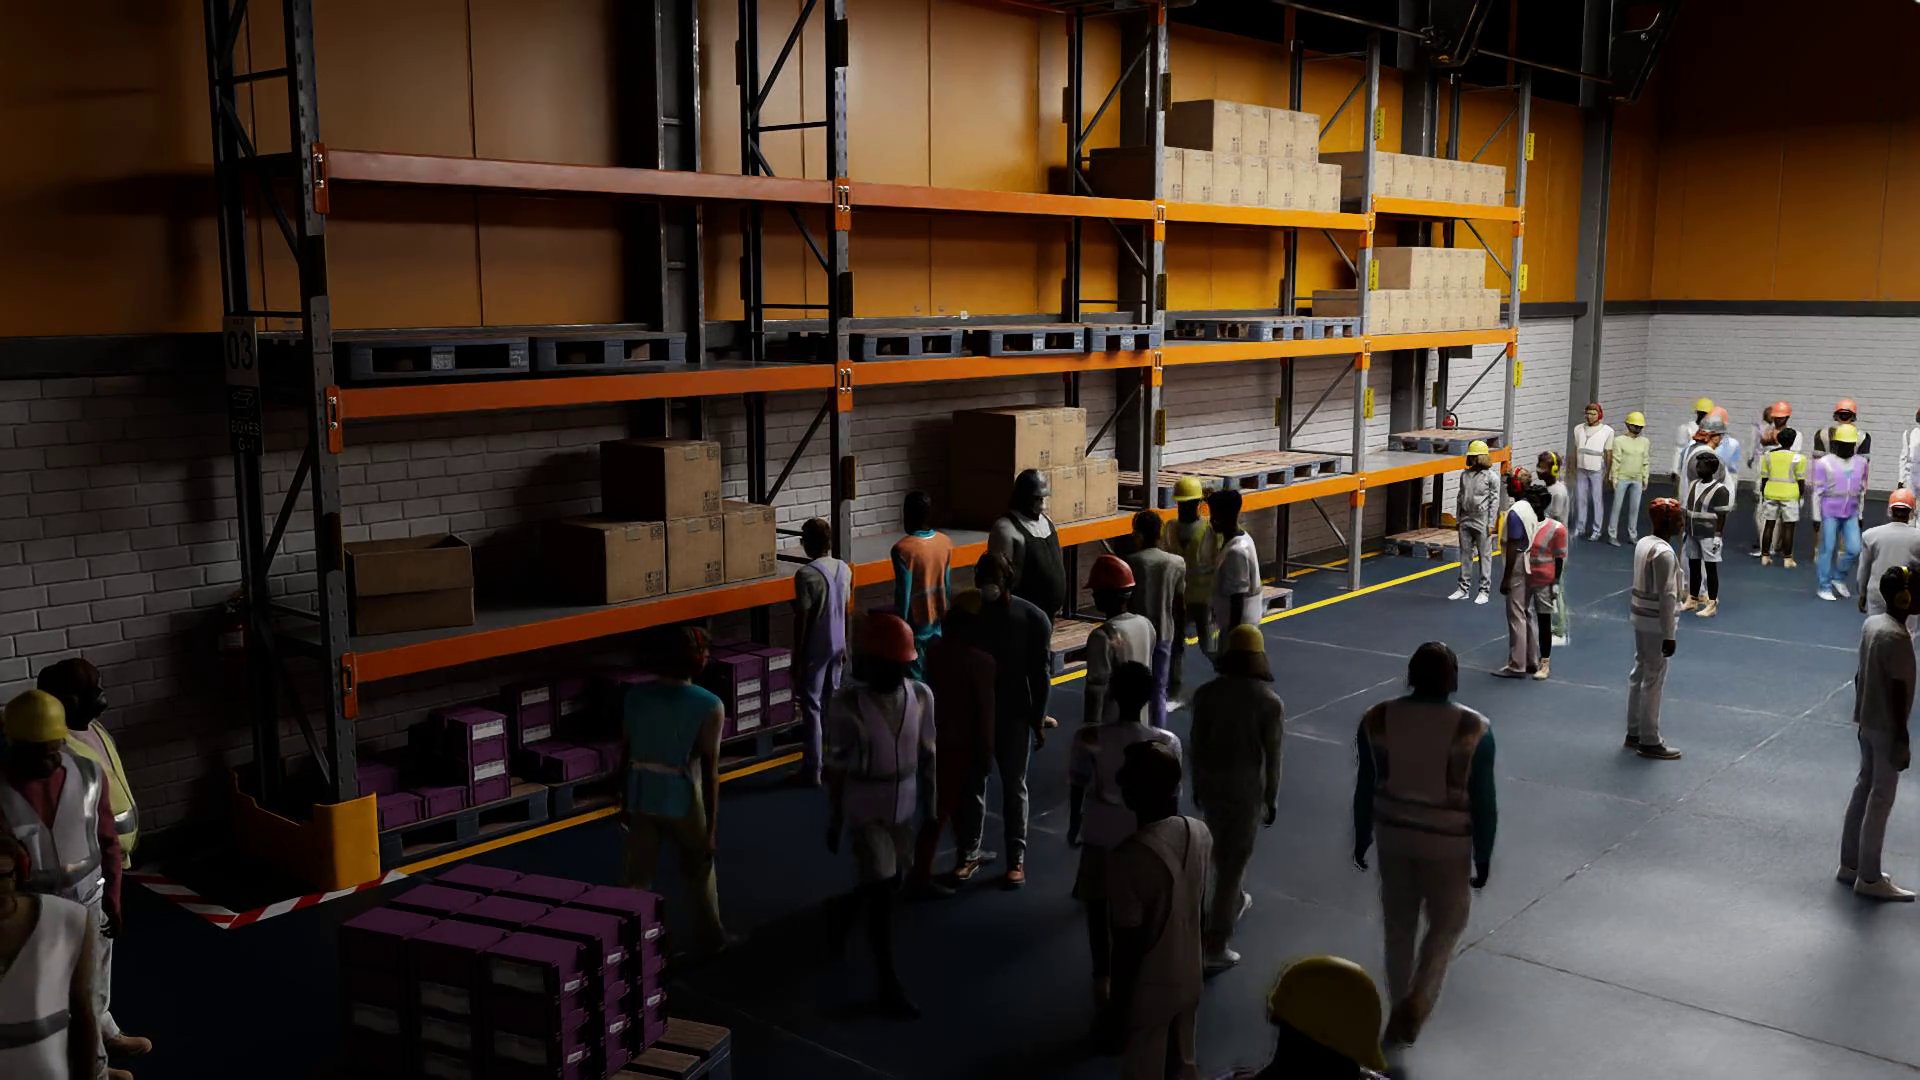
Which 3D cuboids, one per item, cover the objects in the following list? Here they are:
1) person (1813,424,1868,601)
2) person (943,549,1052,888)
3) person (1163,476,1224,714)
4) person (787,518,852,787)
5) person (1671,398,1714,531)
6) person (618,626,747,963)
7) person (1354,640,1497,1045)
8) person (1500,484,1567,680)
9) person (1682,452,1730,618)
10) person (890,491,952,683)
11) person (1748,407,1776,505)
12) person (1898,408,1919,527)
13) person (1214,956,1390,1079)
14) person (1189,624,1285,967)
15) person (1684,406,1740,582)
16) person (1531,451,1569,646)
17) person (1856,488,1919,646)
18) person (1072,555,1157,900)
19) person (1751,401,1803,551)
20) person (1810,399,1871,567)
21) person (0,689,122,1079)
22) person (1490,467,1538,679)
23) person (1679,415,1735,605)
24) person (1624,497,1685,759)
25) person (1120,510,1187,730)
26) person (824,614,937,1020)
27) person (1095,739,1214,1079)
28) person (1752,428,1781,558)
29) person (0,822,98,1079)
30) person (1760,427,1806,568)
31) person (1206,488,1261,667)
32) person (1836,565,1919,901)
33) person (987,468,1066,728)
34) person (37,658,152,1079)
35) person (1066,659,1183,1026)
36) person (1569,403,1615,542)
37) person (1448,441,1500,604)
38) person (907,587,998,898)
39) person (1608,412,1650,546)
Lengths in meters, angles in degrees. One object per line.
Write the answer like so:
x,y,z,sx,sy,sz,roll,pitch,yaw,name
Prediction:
9.434,-0.286,17.846,0.602,1.914,0.436,0,9,-3,person
0.203,1.005,9.426,0.629,1.940,0.376,2,9,14,person
1.901,0.415,13.346,0.584,1.904,0.793,7,11,36,person
-0.950,0.761,11.346,0.355,1.834,0.524,7,11,38,person
9.957,-1.001,22.596,0.605,1.877,0.993,-2,9,-15,person
-1.418,1.307,8.036,0.644,1.776,1.015,3,9,21,person
2.049,1.369,7.438,0.647,1.828,0.630,5,10,31,person
4.953,0.358,14.370,0.530,1.697,0.321,9,12,44,person
7.617,-0.058,17.054,0.315,1.696,0.541,-3,9,-17,person
-0.284,0.599,12.105,0.377,1.917,0.599,7,11,38,person
11.993,-1.193,24.716,0.520,1.597,0.858,1,9,9,person
12.176,-0.765,21.041,0.352,1.880,0.577,-6,11,-36,person
0.780,1.875,3.939,0.697,1.895,0.420,-1,9,-9,person
1.412,1.273,8.560,0.491,1.668,0.942,5,10,31,person
8.605,-0.553,19.200,0.627,2.025,0.744,0,9,-1,person
5.508,0.092,15.615,0.523,1.853,0.530,-1,9,-5,person
7.675,0.447,13.651,0.567,1.744,0.350,8,12,41,person
0.844,1.043,9.217,0.388,1.930,0.544,7,11,40,person
10.403,-0.813,21.205,0.389,1.922,0.561,-6,11,-35,person
10.602,-0.685,20.054,0.611,2.030,0.410,5,10,29,person
-3.671,1.488,6.685,0.403,1.825,0.593,8,12,43,person
4.873,0.284,14.427,0.384,1.833,0.561,6,11,34,person
7.967,-0.337,17.749,0.535,2.000,0.685,1,9,5,person
5.037,0.629,12.024,0.347,1.882,0.584,1,9,4,person
1.353,0.694,11.764,0.542,1.827,0.839,0,9,0,person
-0.430,1.251,8.003,0.559,1.906,0.874,-6,11,-34,person
0.674,1.603,5.866,0.507,1.847,0.351,-8,12,-43,person
10.060,-0.578,20.680,0.614,1.617,0.329,-7,11,-37,person
-2.992,1.721,5.179,0.590,1.819,0.606,-6,11,-33,person
9.874,-0.507,19.978,0.319,1.693,0.537,-7,12,-40,person
2.010,0.579,12.142,0.462,1.949,0.644,1,9,8,person
5.173,1.059,9.302,0.309,1.868,0.535,1,9,7,person
0.547,0.464,12.586,0.535,2.000,0.687,7,11,38,person
-3.735,1.411,7.108,0.429,1.846,0.633,-2,9,-11,person
0.770,1.397,7.768,0.540,1.669,0.776,0,9,2,person
8.383,-0.902,22.061,0.393,1.836,0.560,-7,11,-36,person
5.506,-0.194,17.783,0.294,1.744,0.485,-7,11,-39,person
-0.021,1.128,9.393,0.770,1.704,0.541,-7,11,-37,person
8.694,-0.786,21.565,0.529,1.761,0.339,-1,9,-8,person
